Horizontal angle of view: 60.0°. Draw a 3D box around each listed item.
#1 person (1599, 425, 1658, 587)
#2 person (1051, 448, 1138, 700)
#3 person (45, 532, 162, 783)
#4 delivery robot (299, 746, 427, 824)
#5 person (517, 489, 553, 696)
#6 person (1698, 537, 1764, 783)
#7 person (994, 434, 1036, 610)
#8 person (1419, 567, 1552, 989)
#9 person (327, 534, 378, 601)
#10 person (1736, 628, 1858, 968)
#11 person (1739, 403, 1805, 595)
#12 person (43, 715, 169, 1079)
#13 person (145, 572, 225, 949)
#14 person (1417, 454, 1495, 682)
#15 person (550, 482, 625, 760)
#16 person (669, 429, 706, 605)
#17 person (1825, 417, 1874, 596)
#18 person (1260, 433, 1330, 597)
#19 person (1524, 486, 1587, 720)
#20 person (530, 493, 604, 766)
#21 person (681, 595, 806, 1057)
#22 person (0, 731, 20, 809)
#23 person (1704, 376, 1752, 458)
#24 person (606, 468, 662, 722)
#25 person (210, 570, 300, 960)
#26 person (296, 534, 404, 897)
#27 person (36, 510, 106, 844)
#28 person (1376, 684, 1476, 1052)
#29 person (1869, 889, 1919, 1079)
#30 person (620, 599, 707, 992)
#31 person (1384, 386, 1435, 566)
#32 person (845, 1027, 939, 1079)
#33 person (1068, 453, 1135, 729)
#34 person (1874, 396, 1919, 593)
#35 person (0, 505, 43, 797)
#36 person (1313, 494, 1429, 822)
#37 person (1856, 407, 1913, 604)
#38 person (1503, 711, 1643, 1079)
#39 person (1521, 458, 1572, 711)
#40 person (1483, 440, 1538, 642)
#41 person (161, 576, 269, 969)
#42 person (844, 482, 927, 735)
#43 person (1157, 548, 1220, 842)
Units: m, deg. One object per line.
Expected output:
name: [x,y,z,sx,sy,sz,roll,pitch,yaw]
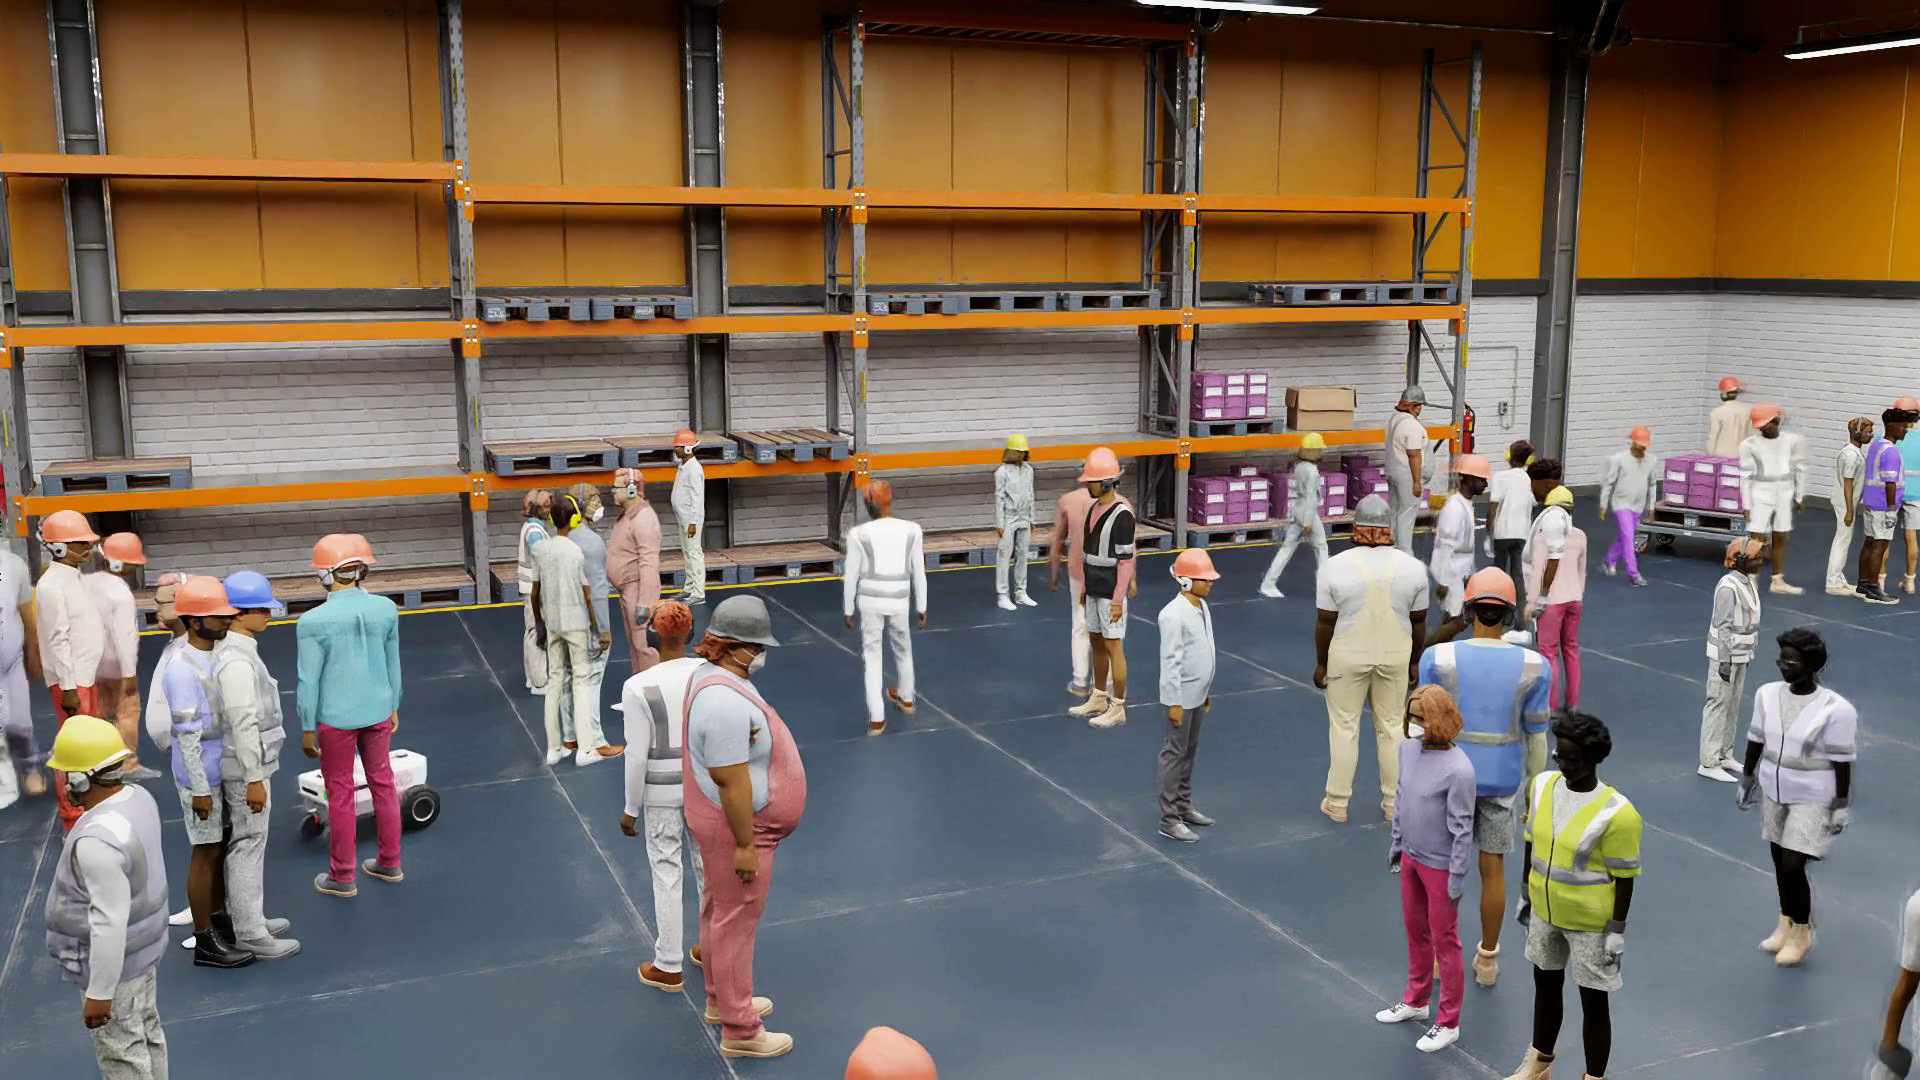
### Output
person: [7.088,-0.399,17.681,0.578,1.704,0.886,-2,10,-14]
person: [1.049,0.265,13.069,0.715,1.977,0.474,5,11,29]
person: [-5.550,0.798,10.766,0.602,1.708,0.618,8,13,39]
delivery robot: [-3.591,1.458,10.020,0.477,0.478,0.707,8,13,40]
person: [-3.342,0.417,13.181,0.312,1.634,0.512,-4,10,-20]
person: [5.132,0.787,11.065,0.312,1.634,0.514,8,13,40]
person: [0.550,-0.183,16.349,0.486,1.737,0.314,-9,13,-41]
person: [2.465,1.132,7.940,0.616,2.029,0.409,1,10,8]
person: [-3.800,0.825,10.491,0.328,1.747,0.574,-3,10,-15]
person: [4.080,1.261,8.177,0.490,1.677,0.551,-4,11,-24]
person: [8.290,-0.397,16.879,0.780,1.995,0.396,1,10,4]
person: [-3.146,1.537,6.161,0.404,1.828,0.601,-3,10,-14]
person: [-3.893,1.102,8.444,0.406,1.911,0.637,-7,12,-34]
person: [3.941,0.265,13.263,0.549,1.910,0.560,4,10,20]
person: [-2.593,0.559,11.492,0.361,1.937,0.635,-8,13,-40]
person: [-2.718,-0.233,16.579,0.326,1.752,0.563,-4,11,-23]
person: [9.086,-0.343,16.993,0.341,1.839,0.501,5,11,28]
person: [3.483,-0.244,16.791,0.891,1.702,0.487,-2,10,-13]
person: [4.485,0.469,12.544,0.548,1.757,0.373,-5,11,-28]
person: [-2.681,0.615,11.379,0.533,1.864,0.310,4,10,20]
person: [-0.946,1.227,7.342,0.535,2.000,0.674,-3,10,-17]
person: [-6.138,0.920,10.340,0.554,1.616,0.429,-1,10,-5]
person: [9.498,-1.031,20.531,0.634,1.978,0.667,-3,10,-15]
person: [-2.442,0.408,12.451,0.400,1.910,0.643,-4,11,-21]
person: [-3.539,1.111,8.285,0.407,1.942,0.615,-5,11,-28]
person: [-3.340,0.952,9.101,0.402,1.986,0.611,7,12,36]
person: [-5.255,0.806,9.898,0.384,1.993,0.622,-3,10,-18]
person: [2.076,1.431,7.367,0.278,1.628,0.500,-3,10,-18]
person: [3.273,1.693,5.372,0.554,1.818,0.949,1,10,4]
person: [-1.347,1.207,7.917,0.573,1.883,0.354,-8,13,-40]
person: [5.017,-0.718,18.548,0.535,2.000,0.680,-1,10,-8]
person: [-0.142,1.971,3.882,0.559,1.752,0.325,-8,12,-38]
person: [1.051,0.366,12.298,0.373,2.044,0.608,-4,11,-23]
person: [9.674,-0.466,17.131,0.614,2.035,0.410,2,10,11]
person: [-6.087,0.728,10.218,0.746,2.000,0.701,-7,12,-34]
person: [2.502,0.718,10.278,0.688,2.000,0.536,0,10,-1]
person: [9.252,-0.353,16.662,0.361,1.962,0.612,2,10,12]
person: [2.473,1.509,6.714,0.322,1.693,0.533,-5,11,-29]
person: [4.438,0.350,12.629,0.377,1.959,0.604,4,11,22]
person: [5.015,-0.001,15.130,0.535,1.810,0.827,1,10,5]
person: [-3.674,1.130,8.201,0.354,1.939,0.544,-1,10,-8]
person: [-0.587,0.466,12.329,0.619,1.834,0.768,-3,10,-18]
person: [1.380,0.911,9.988,0.329,1.753,0.560,5,11,27]
